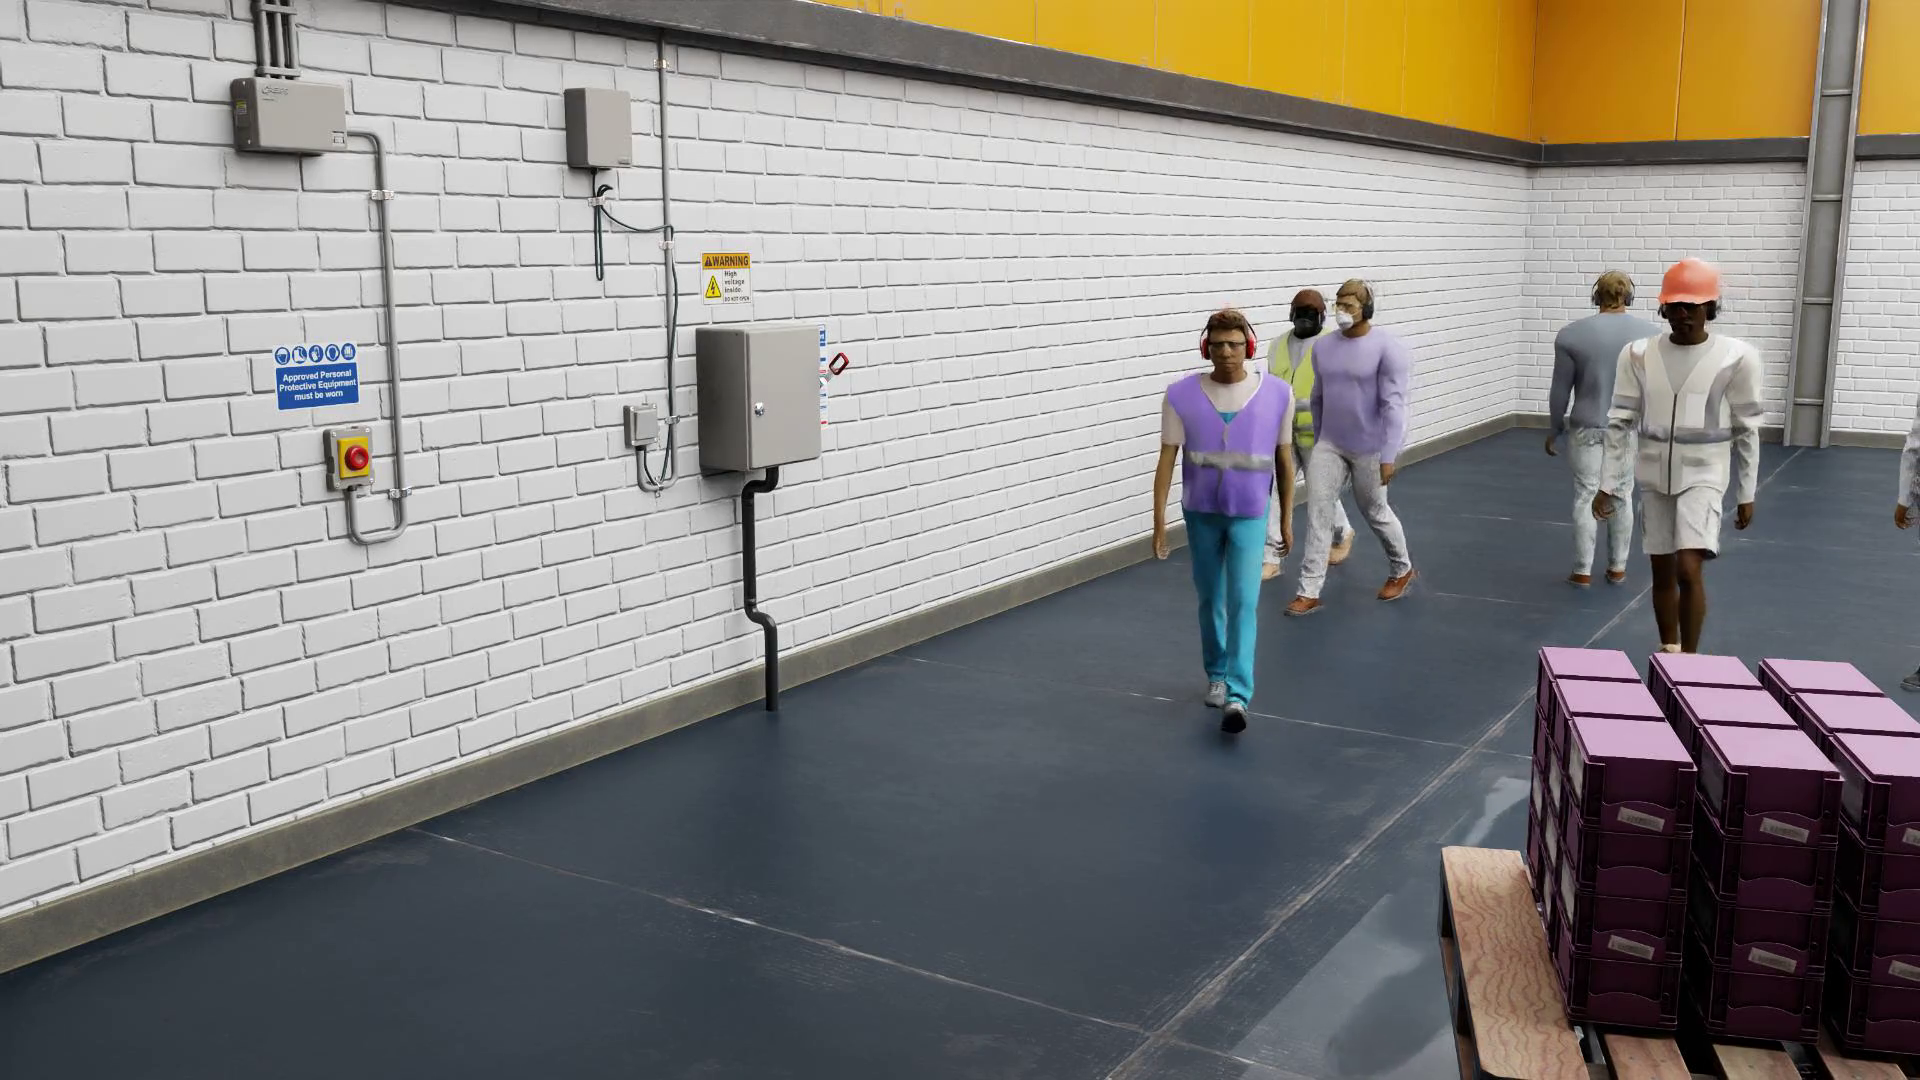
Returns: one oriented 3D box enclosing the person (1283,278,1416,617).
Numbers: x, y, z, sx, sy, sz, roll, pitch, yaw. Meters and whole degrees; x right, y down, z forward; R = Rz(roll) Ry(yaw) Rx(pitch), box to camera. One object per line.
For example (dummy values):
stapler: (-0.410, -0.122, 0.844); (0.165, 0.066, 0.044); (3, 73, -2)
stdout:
person: (2.280, -0.534, 9.453); (0.997, 1.901, 0.644); (-9, 14, -41)

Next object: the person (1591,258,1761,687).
person: (3.224, -0.250, 7.530); (0.623, 2.015, 0.765); (9, 14, 42)

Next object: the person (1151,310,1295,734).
person: (1.128, -0.082, 7.182); (0.595, 1.791, 0.961); (2, 10, 13)

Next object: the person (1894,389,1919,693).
person: (4.775, -0.197, 7.830); (0.786, 1.801, 0.601); (-6, 12, -31)

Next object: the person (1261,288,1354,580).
person: (2.190, -0.669, 10.433); (0.627, 1.819, 0.813); (8, 13, 38)

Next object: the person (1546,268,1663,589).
person: (3.895, -0.668, 10.082); (0.631, 1.941, 0.444); (2, 10, 11)
